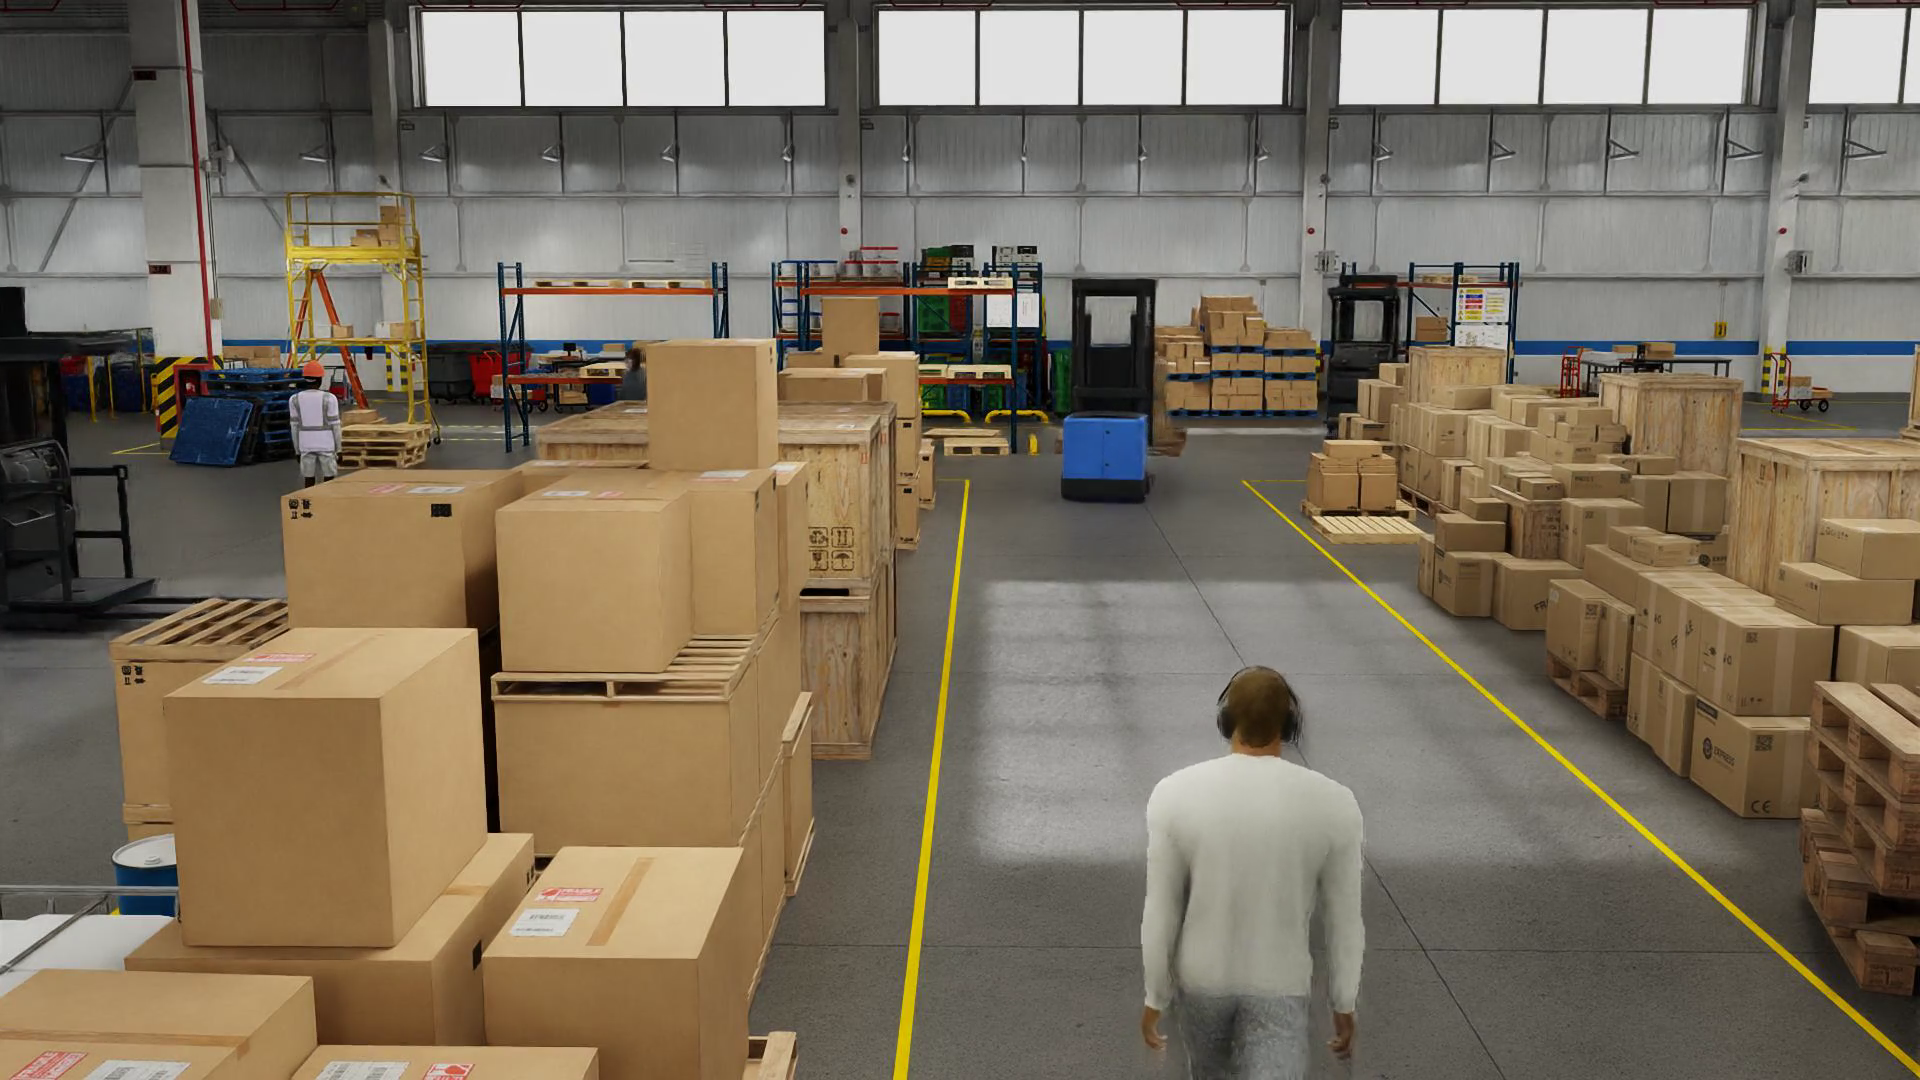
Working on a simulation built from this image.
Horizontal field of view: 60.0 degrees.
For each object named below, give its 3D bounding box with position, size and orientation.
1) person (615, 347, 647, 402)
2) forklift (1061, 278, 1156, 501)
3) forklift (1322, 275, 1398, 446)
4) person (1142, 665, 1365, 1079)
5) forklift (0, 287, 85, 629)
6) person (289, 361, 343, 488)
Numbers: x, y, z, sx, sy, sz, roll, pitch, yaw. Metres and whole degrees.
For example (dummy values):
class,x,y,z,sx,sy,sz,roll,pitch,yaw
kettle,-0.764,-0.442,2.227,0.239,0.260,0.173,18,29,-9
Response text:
class,x,y,z,sx,sy,sz,roll,pitch,yaw
person,-4.351,-1.573,21.918,0.642,1.919,0.647,-9,13,-43
forklift,1.952,-1.996,21.591,1.129,2.768,1.873,2,10,10
forklift,6.741,-3.007,27.646,1.129,2.768,1.873,3,10,19
person,0.853,1.311,4.887,0.644,1.865,1.105,2,10,14
forklift,-8.158,-0.722,13.961,1.873,2.768,1.129,0,9,1
person,-7.223,-1.045,18.713,0.545,1.938,0.360,-1,10,-5
